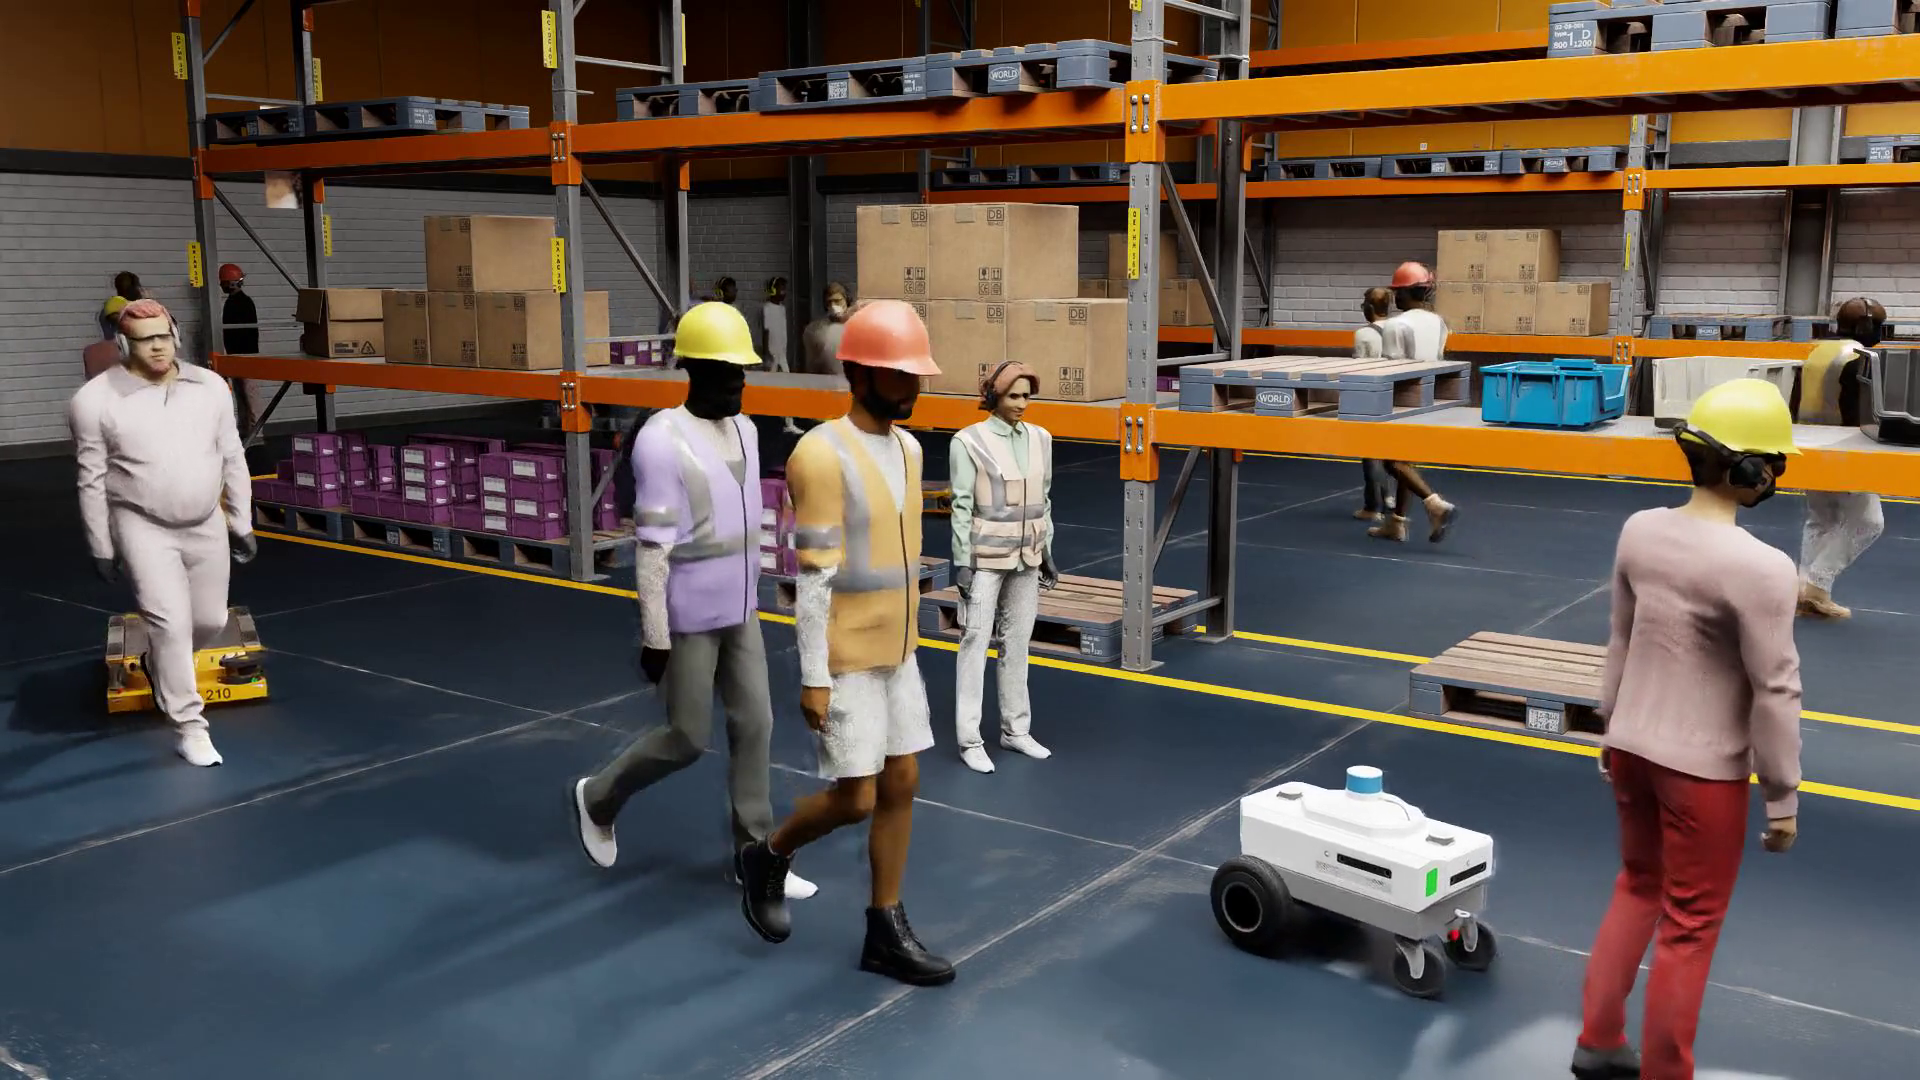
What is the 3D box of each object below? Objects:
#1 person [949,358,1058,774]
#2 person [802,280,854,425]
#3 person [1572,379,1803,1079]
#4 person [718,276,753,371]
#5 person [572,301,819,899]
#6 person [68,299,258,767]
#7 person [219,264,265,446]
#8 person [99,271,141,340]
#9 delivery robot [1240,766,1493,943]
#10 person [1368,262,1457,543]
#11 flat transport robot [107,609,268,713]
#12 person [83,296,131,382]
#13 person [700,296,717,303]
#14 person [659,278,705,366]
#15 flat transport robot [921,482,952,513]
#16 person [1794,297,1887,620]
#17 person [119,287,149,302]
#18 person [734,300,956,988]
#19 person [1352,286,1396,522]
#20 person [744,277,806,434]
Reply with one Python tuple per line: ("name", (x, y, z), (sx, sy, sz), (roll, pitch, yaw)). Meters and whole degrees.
("person", (0.171, 0.096, 6.662), (0.513, 1.640, 0.309), (-8, 12, -38))
("person", (-0.889, -1.102, 13.098), (0.666, 1.891, 1.018), (0, 10, 1))
("person", (1.696, 0.510, 3.833), (0.343, 1.759, 0.544), (-3, 10, -17))
("person", (-2.616, -2.072, 18.950), (0.475, 1.845, 0.546), (2, 10, 12))
("person", (-0.858, 0.198, 5.285), (0.774, 1.905, 0.596), (5, 11, 25))
("person", (-3.276, -0.050, 6.831), (0.804, 1.875, 0.649), (8, 12, 40))
("person", (-7.889, -2.018, 18.208), (0.612, 1.990, 0.392), (9, 13, 44))
("person", (-7.861, -1.580, 15.798), (0.628, 1.921, 0.519), (5, 11, 26))
("delivery robot", (1.164, 0.900, 4.817), (0.477, 0.478, 0.707), (-8, 13, -41))
("person", (3.239, -0.950, 11.775), (0.611, 2.020, 0.760), (-7, 12, -34))
("flat transport robot", (-3.757, 0.545, 8.052), (0.652, 0.197, 1.431), (-5, 11, -26))
("person", (-6.111, -0.898, 12.207), (0.525, 1.769, 0.310), (-7, 12, -36))
("person", (-3.245, -2.198, 20.435), (0.617, 1.605, 0.560), (2, 10, 10))
("person", (-3.256, -2.213, 19.827), (0.621, 1.849, 0.986), (-6, 11, -33))
("flat transport robot", (-0.476, -0.348, 13.374), (1.431, 0.197, 0.652), (2, 10, 12))
("person", (4.908, -0.440, 9.309), (0.435, 1.820, 0.641), (0, 10, 2))
("person", (-7.105, -1.273, 14.344), (0.953, 1.791, 0.641), (-1, 10, -8))
("person", (-0.313, 0.290, 4.654), (0.599, 1.920, 0.555), (6, 11, 32))
("person", (3.196, -1.045, 12.910), (0.505, 1.831, 0.414), (-6, 11, -33))
("person", (-2.217, -2.166, 19.535), (0.784, 1.846, 0.525), (5, 11, 27))
